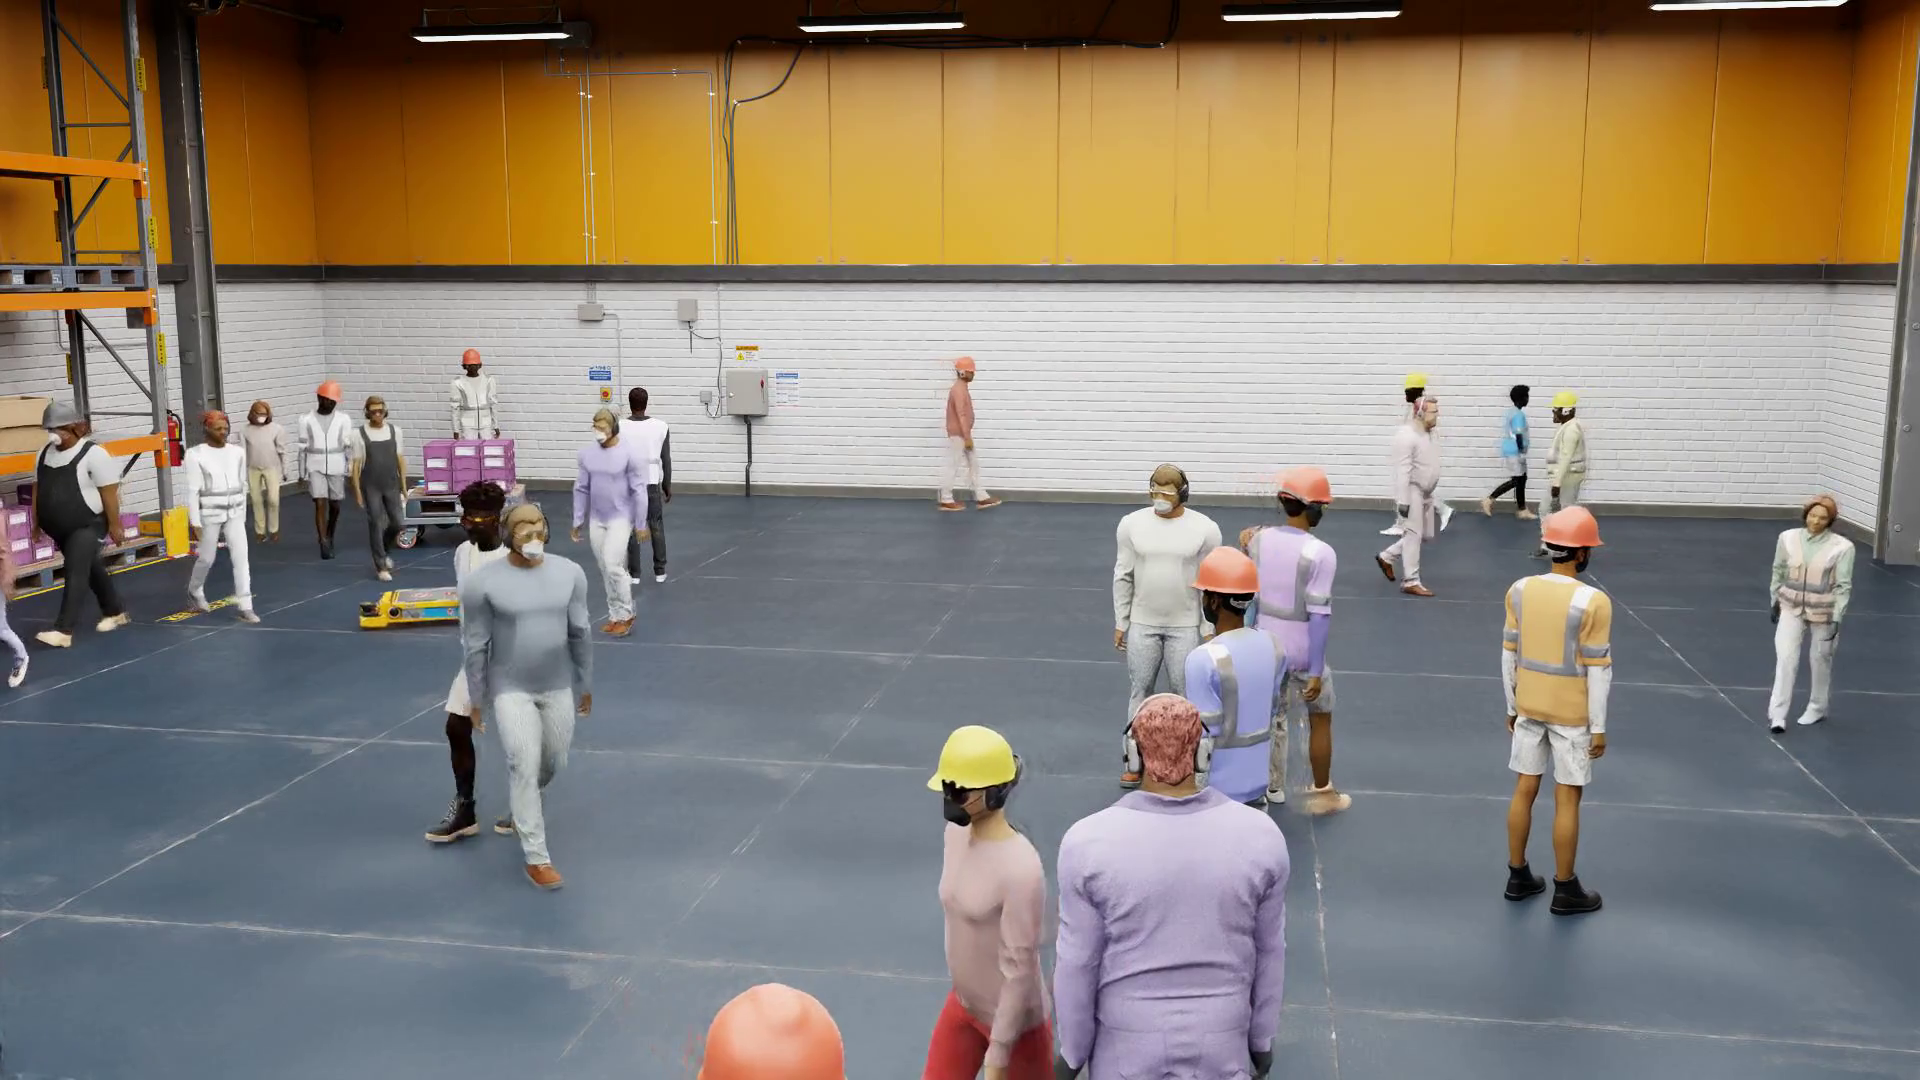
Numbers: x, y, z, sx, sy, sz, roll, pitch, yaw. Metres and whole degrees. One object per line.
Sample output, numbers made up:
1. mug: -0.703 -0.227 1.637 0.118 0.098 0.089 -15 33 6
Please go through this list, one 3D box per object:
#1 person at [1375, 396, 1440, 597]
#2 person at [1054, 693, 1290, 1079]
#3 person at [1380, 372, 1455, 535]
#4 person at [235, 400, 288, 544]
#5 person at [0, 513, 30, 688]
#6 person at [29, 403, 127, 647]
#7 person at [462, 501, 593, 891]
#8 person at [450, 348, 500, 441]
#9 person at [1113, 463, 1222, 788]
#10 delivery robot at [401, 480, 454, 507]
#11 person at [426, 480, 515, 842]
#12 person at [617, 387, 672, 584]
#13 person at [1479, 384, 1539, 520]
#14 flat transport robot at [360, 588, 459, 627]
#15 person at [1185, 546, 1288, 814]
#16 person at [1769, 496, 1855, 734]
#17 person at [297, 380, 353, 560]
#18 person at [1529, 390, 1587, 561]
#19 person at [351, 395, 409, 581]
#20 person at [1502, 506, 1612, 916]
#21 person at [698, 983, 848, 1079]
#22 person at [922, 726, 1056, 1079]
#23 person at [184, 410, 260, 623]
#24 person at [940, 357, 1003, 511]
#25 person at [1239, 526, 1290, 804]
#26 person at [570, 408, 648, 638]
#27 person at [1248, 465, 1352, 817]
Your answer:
1. person: 4.240 -0.426 15.698 0.595 1.892 0.658 8 12 40
2. person: 0.567 1.358 4.589 0.643 1.900 0.400 -1 9 -6
3. person: 5.309 -0.988 19.153 0.815 1.898 0.593 0 9 -1
4. person: -7.774 -0.748 18.506 0.531 1.606 0.575 -3 10 -19
5. person: -6.906 0.293 11.727 0.531 1.735 0.830 -1 9 -5
6. person: -7.305 -0.182 13.698 0.686 2.000 1.065 3 10 20
7. person: -2.194 0.734 8.403 0.636 1.920 0.830 -6 11 -33
8. person: -6.424 -1.524 22.067 0.615 2.030 0.405 -5 11 -30
9. person: 1.205 0.507 9.756 0.627 1.934 0.370 2 9 12
10. delivery robot: -6.384 -0.469 19.782 0.707 0.478 0.477 -2 9 -13
11. person: -2.538 0.656 8.790 0.650 1.936 0.789 6 11 32
12. person: -3.107 -0.529 16.230 0.596 1.917 0.372 -4 10 -21
13. person: 6.735 -1.066 20.270 0.674 1.681 0.553 3 10 16
14. flat transport robot: -4.476 0.563 14.553 1.431 0.197 0.652 -3 10 -15
15. person: 1.068 0.987 6.762 0.545 1.938 0.361 -9 13 -44
16. person: 5.562 0.487 10.916 0.528 1.585 0.816 9 13 44
17. person: -6.823 -0.778 17.865 0.582 1.899 0.877 -5 10 -26
18. person: 6.189 -0.650 17.296 0.640 1.809 0.627 3 9 15
19. person: -5.729 -0.518 16.408 0.532 1.834 0.475 -7 11 -36
20. person: 2.846 0.801 7.915 0.379 1.937 0.548 -7 11 -35
21. person: -0.341 1.631 2.847 0.547 1.917 0.695 -5 10 -28
22. person: 0.039 1.392 4.904 0.895 1.712 0.547 -5 11 -29
23. person: -6.504 -0.218 14.540 0.932 1.853 0.583 7 12 38
24. person: 0.153 -1.332 21.068 0.900 1.958 0.663 1 9 6
25. person: 1.693 0.725 9.336 0.331 1.631 0.516 8 12 42
26. person: -2.914 -0.134 13.795 0.640 1.921 0.539 5 10 28
27. person: 1.769 0.592 9.042 0.971 2.006 0.608 -7 12 -39
